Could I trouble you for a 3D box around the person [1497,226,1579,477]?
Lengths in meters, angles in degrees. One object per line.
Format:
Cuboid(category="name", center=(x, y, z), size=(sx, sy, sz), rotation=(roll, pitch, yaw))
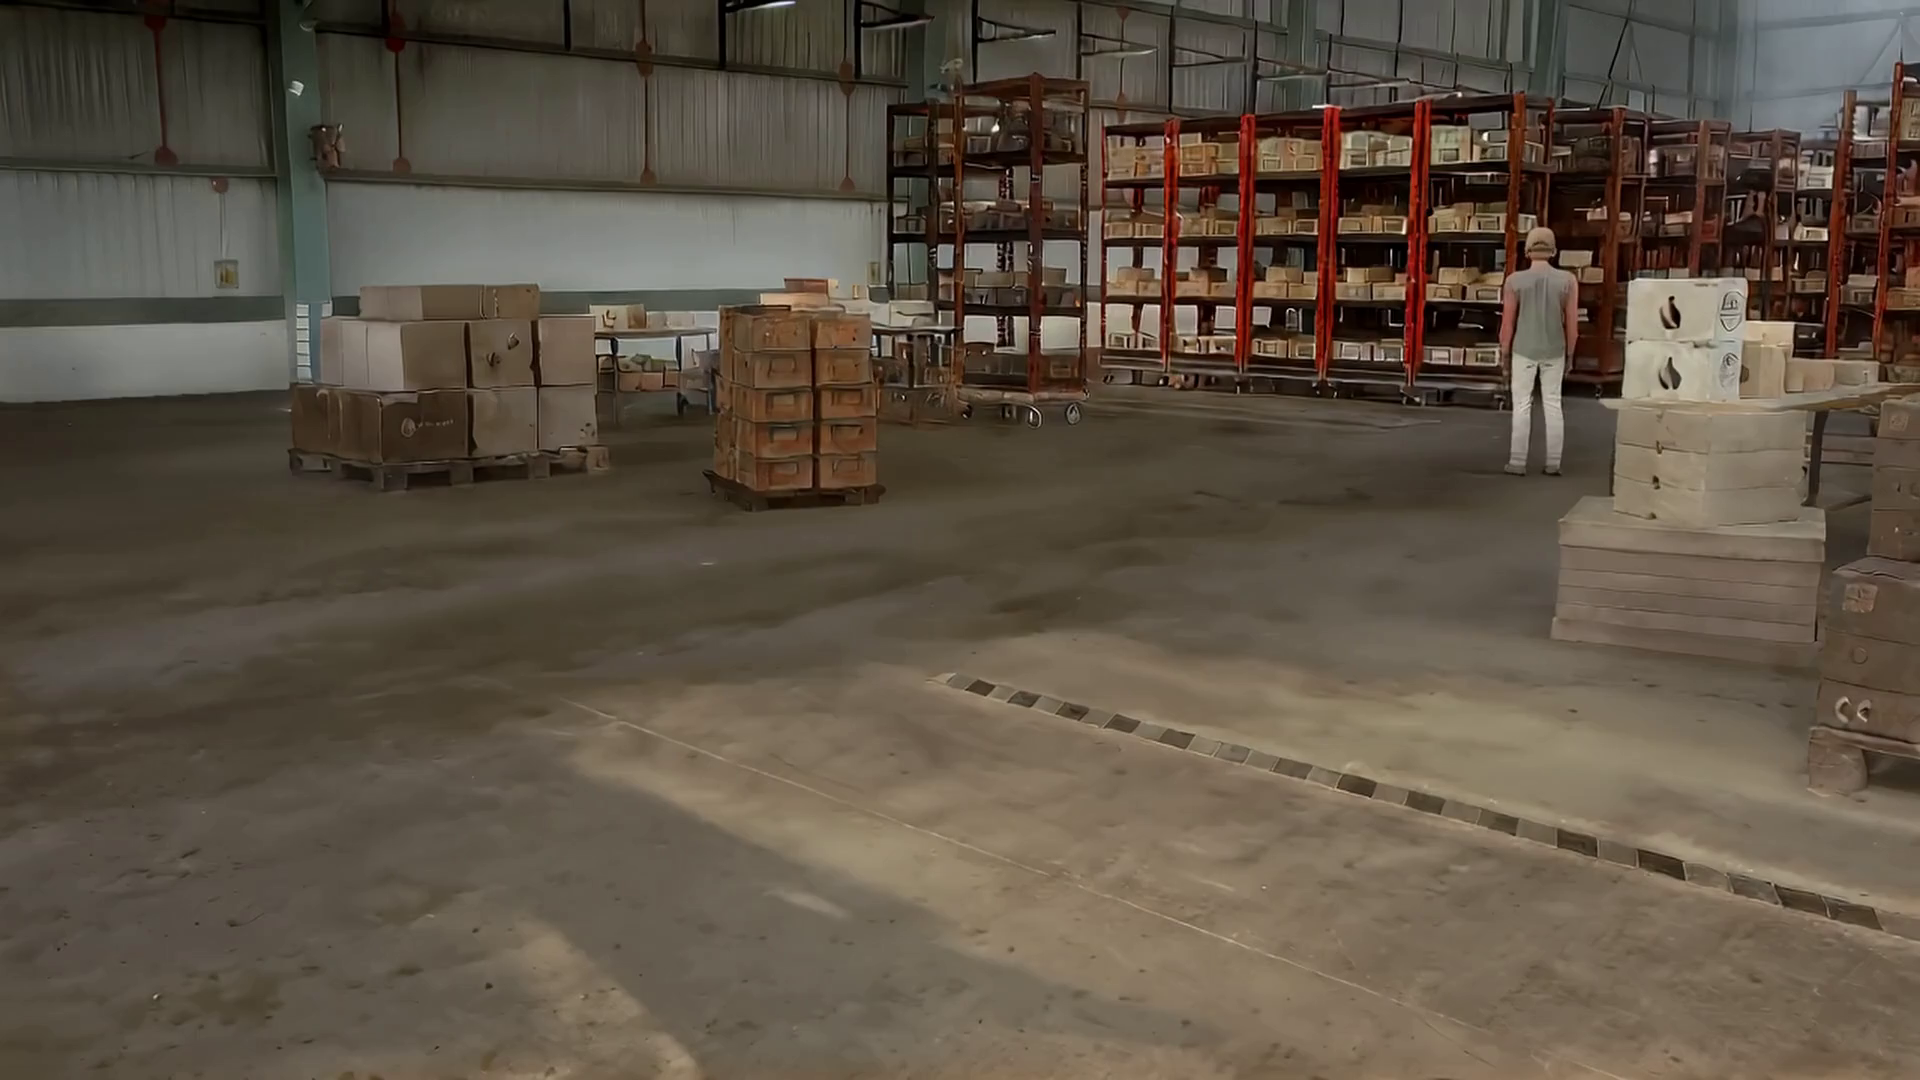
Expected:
Cuboid(category="person", center=(4.582, -1.485, 13.218), size=(0.610, 1.989, 0.391), rotation=(0, 9, 3))
